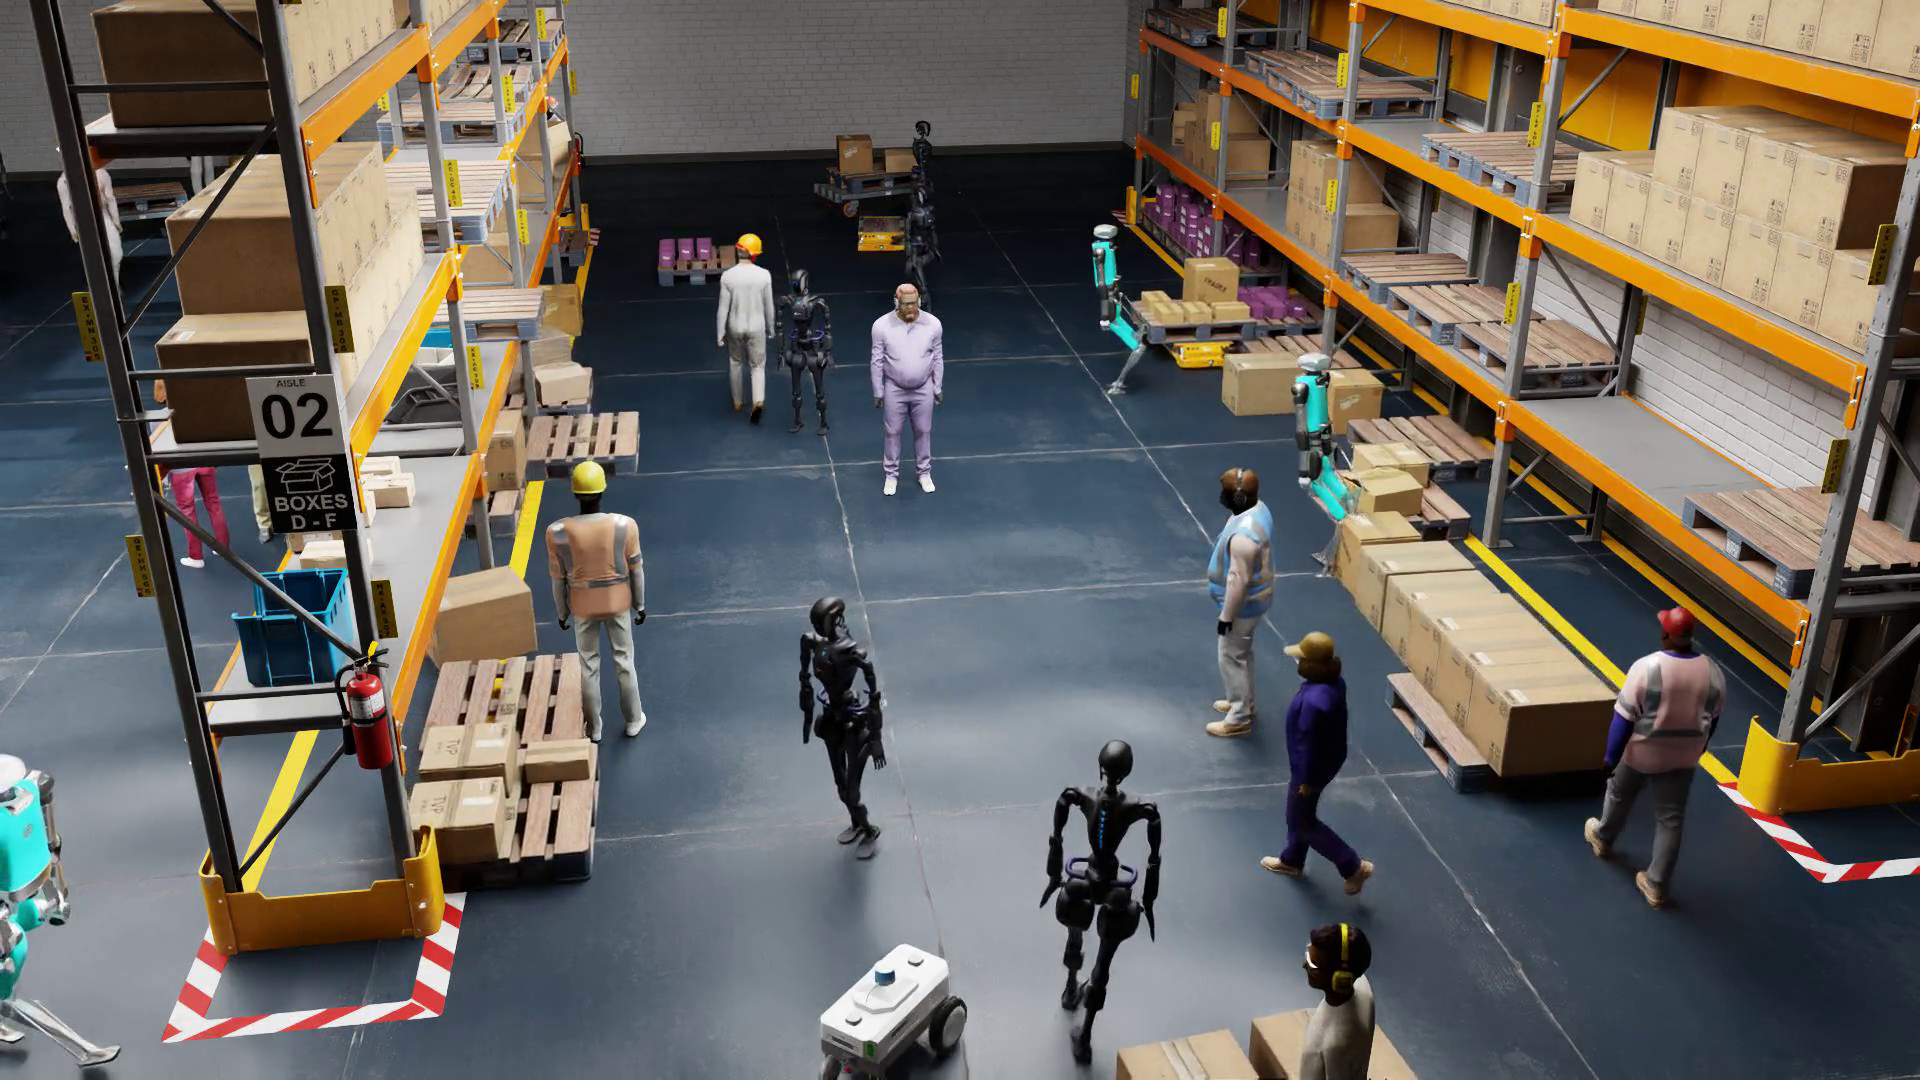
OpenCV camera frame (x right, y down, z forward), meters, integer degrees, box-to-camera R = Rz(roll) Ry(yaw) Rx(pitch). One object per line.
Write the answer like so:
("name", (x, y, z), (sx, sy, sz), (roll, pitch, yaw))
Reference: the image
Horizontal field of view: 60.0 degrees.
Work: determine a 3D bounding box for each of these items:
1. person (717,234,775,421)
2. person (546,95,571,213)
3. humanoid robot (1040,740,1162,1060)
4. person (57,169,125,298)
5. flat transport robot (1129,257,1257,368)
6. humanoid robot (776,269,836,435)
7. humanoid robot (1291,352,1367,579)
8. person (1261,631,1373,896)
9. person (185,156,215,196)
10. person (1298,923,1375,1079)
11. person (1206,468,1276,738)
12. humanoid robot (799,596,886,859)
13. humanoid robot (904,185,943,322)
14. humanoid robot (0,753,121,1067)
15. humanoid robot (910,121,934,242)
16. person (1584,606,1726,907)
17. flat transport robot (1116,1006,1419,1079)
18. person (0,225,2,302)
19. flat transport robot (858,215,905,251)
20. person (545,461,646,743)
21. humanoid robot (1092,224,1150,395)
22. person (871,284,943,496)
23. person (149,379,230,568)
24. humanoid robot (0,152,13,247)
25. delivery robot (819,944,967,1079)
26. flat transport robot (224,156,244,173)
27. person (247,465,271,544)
("person", (-2.123, -2.090, 16.477), (0.578, 1.853, 0.793), (-1, 24, -2))
("person", (-6.140, -5.826, 25.104), (0.342, 1.747, 0.572), (-17, 29, -34))
("humanoid robot", (0.678, 1.696, 8.079), (0.589, 1.636, 0.631), (6, 25, 14))
("person", (-10.615, -3.856, 20.412), (0.649, 1.915, 0.469), (-21, 31, -39))
("flat transport robot", (2.636, -2.249, 18.801), (0.659, 0.231, 1.431), (-3, 24, -8))
("humanoid robot", (-1.489, -1.821, 16.072), (0.612, 1.648, 0.328), (6, 24, 13))
("humanoid robot", (2.970, -0.552, 13.134), (0.805, 1.791, 0.568), (15, 28, 30))
("person", (2.018, 1.246, 9.178), (0.595, 1.602, 0.456), (12, 26, 25))
("person", (-11.611, -5.983, 25.369), (0.429, 1.833, 0.630), (8, 25, 17))
("person", (1.407, 2.277, 6.500), (0.320, 1.870, 0.528), (8, 25, 17))
("person", (1.822, 0.399, 10.832), (0.432, 1.835, 0.644), (6, 24, 13))
("humanoid robot", (-0.649, 1.043, 9.549), (0.606, 1.638, 0.390), (16, 28, 31))
("humanoid robot", (-0.475, -3.424, 19.807), (0.820, 1.626, 0.608), (17, 29, 33))
("humanoid robot", (-4.578, 1.772, 7.864), (1.026, 1.747, 0.541), (5, 24, 11))
("humanoid robot", (-0.535, -5.077, 23.474), (0.315, 1.657, 0.599), (2, 24, 4))
("person", (3.860, 1.128, 9.302), (0.651, 1.718, 0.838), (1, 24, 2))
("flat transport robot", (1.252, 2.892, 7.089), (0.659, 0.231, 1.431), (-6, 24, -14))
("person", (-12.000, -3.822, 20.307), (0.525, 1.935, 0.458), (-12, 26, -26))
("flat transport robot", (-1.111, -4.354, 23.598), (0.659, 0.231, 1.431), (-1, 24, -2))
("person", (-2.315, 0.408, 10.688), (0.586, 1.927, 0.359), (-5, 24, -12))
("humanoid robot", (1.699, -2.387, 17.225), (0.706, 1.734, 0.530), (7, 25, 15))
("person", (-0.456, -1.323, 14.658), (0.650, 1.905, 0.413), (-4, 24, -10))
("person", (-6.147, -0.562, 13.267), (0.289, 1.629, 0.500), (18, 29, 35))
("humanoid robot", (-13.589, -4.945, 23.211), (0.591, 1.632, 0.609), (-12, 27, -26))
("delivery robot", (-0.348, 2.310, 8.083), (0.499, 0.613, 0.816), (15, 28, 30))
("flat transport robot", (-10.371, -5.031, 25.141), (0.659, 0.231, 1.431), (-13, 27, -27))
("person", (-5.715, -0.815, 13.698), (0.561, 1.743, 0.340), (-10, 26, -21))
